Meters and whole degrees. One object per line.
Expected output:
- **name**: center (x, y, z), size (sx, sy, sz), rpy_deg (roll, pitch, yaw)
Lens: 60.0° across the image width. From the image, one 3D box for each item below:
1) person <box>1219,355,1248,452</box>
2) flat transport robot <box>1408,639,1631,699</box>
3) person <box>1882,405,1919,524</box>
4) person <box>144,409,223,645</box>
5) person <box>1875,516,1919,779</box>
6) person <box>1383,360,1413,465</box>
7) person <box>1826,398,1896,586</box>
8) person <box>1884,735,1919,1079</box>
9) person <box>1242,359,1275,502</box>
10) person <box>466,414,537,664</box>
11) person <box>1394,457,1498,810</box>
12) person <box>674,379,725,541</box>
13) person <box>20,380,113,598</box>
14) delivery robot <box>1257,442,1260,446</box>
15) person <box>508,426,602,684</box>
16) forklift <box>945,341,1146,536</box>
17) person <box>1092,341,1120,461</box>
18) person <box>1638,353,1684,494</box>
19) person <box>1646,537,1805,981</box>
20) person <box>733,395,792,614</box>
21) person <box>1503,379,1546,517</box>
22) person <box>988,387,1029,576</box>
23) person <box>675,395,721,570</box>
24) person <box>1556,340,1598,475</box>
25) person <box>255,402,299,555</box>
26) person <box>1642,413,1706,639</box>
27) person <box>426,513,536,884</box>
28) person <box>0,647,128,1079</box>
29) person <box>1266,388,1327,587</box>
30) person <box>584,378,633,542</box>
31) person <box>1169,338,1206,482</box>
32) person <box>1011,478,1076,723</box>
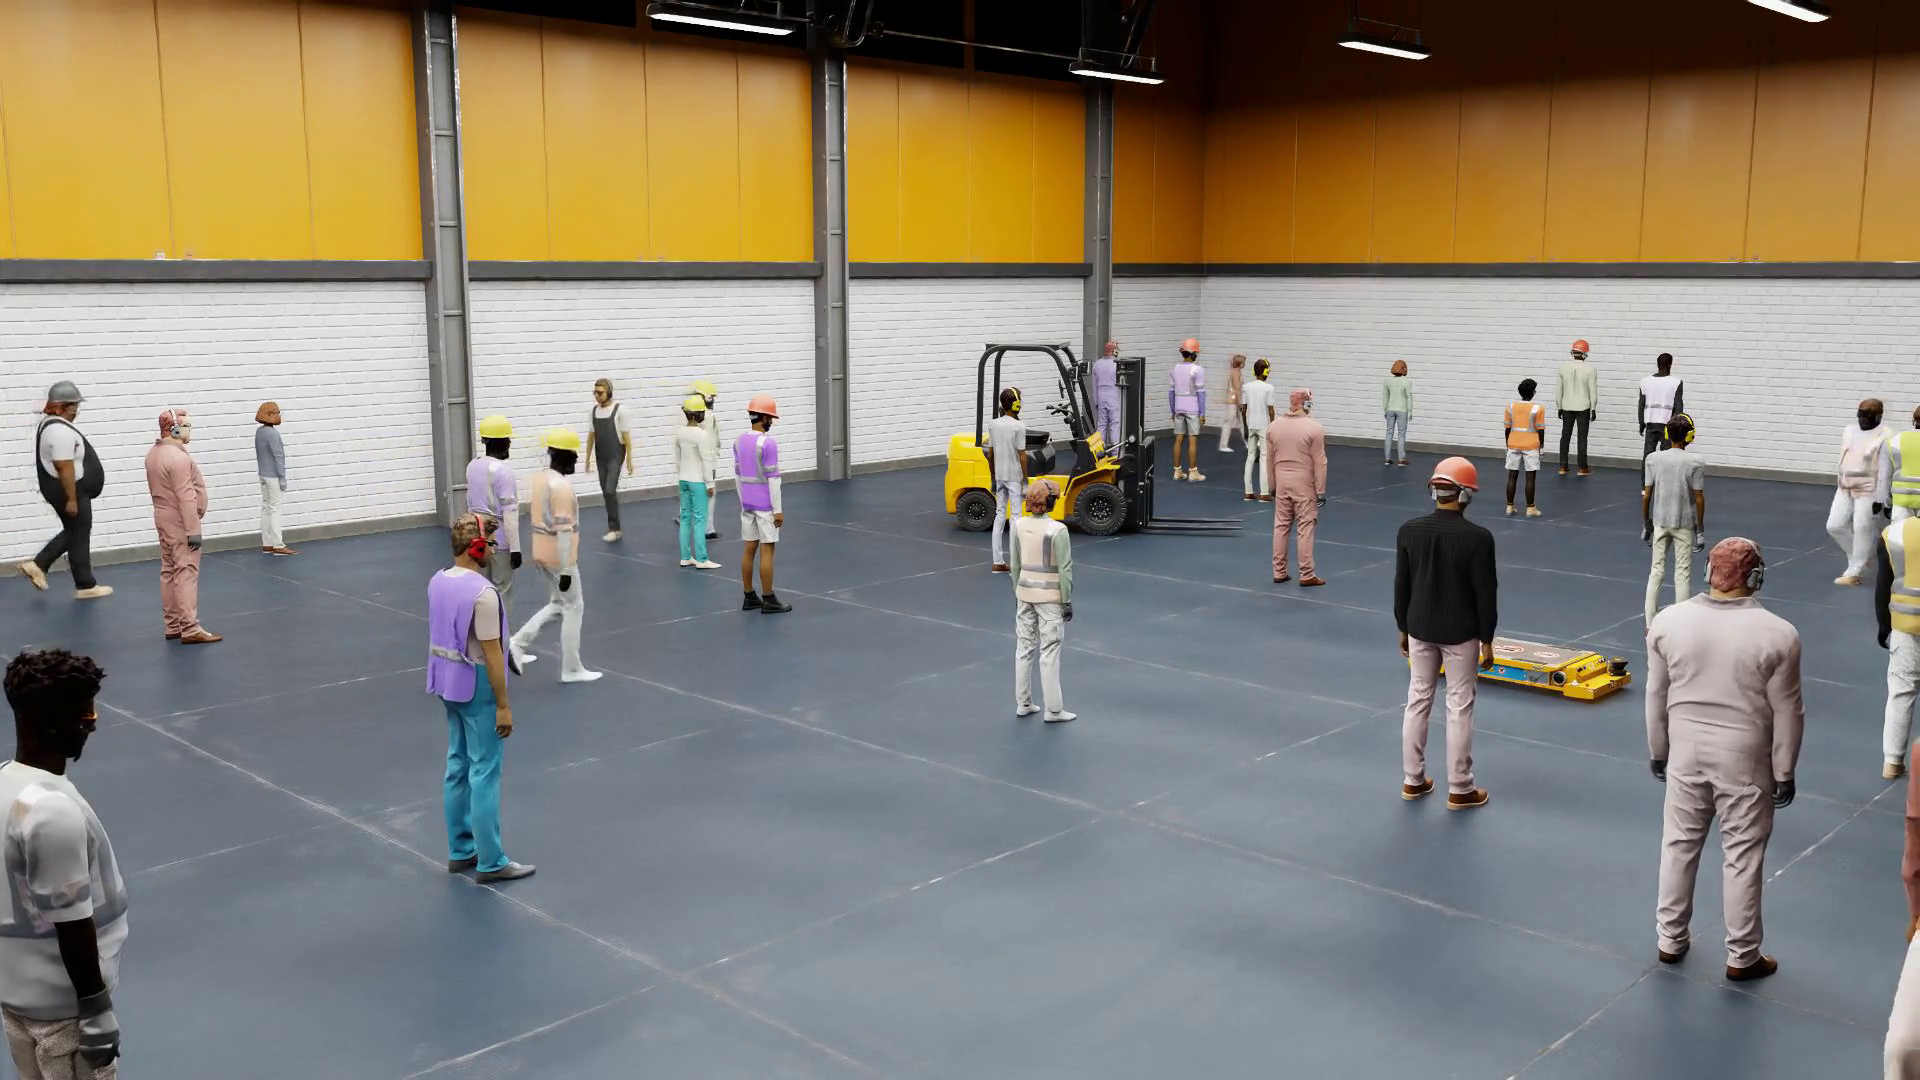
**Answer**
- **person**: center (4.664, -2.250, 27.521), size (0.755, 1.608, 0.539), rpy_deg (2, 9, 12)
- **flat transport robot**: center (4.118, 0.906, 12.284), size (1.431, 0.197, 0.652), rpy_deg (9, 13, 43)
- **person**: center (8.638, -0.313, 14.971), size (0.623, 1.839, 0.429), rpy_deg (9, 13, 43)
- **person**: center (-6.316, -0.109, 13.507), size (0.639, 1.909, 0.409), rpy_deg (9, 13, 43)
- **person**: center (5.727, 0.529, 9.793), size (0.623, 1.844, 0.429), rpy_deg (9, 13, 43)
- **person**: center (6.776, -1.968, 25.735), size (0.497, 1.633, 0.283), rpy_deg (9, 13, 43)
- **person**: center (8.585, -0.448, 15.841), size (0.431, 1.823, 0.653), rpy_deg (-2, 10, -14)
- **person**: center (3.082, 1.248, 5.016), size (0.836, 1.953, 0.639), rpy_deg (-6, 11, -35)
- **person**: center (3.919, -1.429, 21.733), size (0.510, 1.865, 0.329), rpy_deg (9, 13, 43)
- **person**: center (-3.548, 0.000, 12.774), size (0.584, 1.927, 0.367), rpy_deg (9, 13, 43)
- **person**: center (2.746, 0.523, 9.385), size (0.608, 1.987, 0.388), rpy_deg (9, 13, 43)
- **person**: center (-2.883, -0.882, 18.530), size (0.478, 1.811, 0.617), rpy_deg (-6, 11, -32)
- **person**: center (-8.203, -0.459, 15.241), size (0.669, 2.000, 0.701), rpy_deg (-7, 12, -37)
- **delivery robot**: center (4.937, -1.527, 26.041), size (0.707, 0.478, 0.477), rpy_deg (9, 13, 43)
- **person**: center (-2.981, 0.123, 12.073), size (0.610, 1.902, 0.593), rpy_deg (-6, 11, -33)
- **forklift**: center (0.977, -1.223, 19.452), size (2.313, 2.155, 1.214), rpy_deg (2, 9, 11)
- **person**: center (2.386, -2.176, 26.179), size (0.639, 1.909, 0.409), rpy_deg (9, 13, 43)
- **person**: center (9.377, -1.544, 22.282), size (0.589, 1.915, 0.393), rpy_deg (9, 13, 43)
- **person**: center (3.280, 0.930, 7.150), size (0.639, 1.903, 0.409), rpy_deg (9, 13, 43)
- **person**: center (-1.747, -0.313, 14.691), size (0.542, 1.929, 0.368), rpy_deg (9, 13, 43)
- **person**: center (6.923, -1.128, 20.394), size (0.532, 1.696, 0.319), rpy_deg (9, 13, 43)
- **person**: center (0.503, -0.581, 16.508), size (0.510, 1.872, 0.329), rpy_deg (9, 13, 43)
- **person**: center (-2.673, -0.583, 16.843), size (0.522, 1.768, 0.312), rpy_deg (9, 13, 43)
- **person**: center (9.098, -1.950, 24.519), size (0.608, 1.995, 0.377), rpy_deg (9, 13, 43)
- **person**: center (-7.301, -0.655, 17.685), size (0.497, 1.633, 0.283), rpy_deg (9, 13, 43)
- **person**: center (5.815, -0.096, 13.539), size (0.510, 1.872, 0.329), rpy_deg (9, 13, 43)
- **person**: center (-2.417, 0.784, 8.239), size (0.564, 1.838, 0.390), rpy_deg (9, 13, 43)
- **person**: center (-2.604, 1.278, 4.838), size (0.602, 1.959, 0.371), rpy_deg (9, 13, 43)
- **person**: center (3.248, -0.507, 15.960), size (0.639, 1.903, 0.409), rpy_deg (9, 13, 43)
- **person**: center (-3.935, -0.870, 18.413), size (0.554, 1.823, 0.612), rpy_deg (4, 10, 25)
- **person**: center (3.268, -1.854, 23.787), size (0.605, 2.044, 0.375), rpy_deg (9, 13, 43)
- **person**: center (0.548, 0.408, 11.152), size (0.511, 1.641, 0.308), rpy_deg (9, 13, 43)
